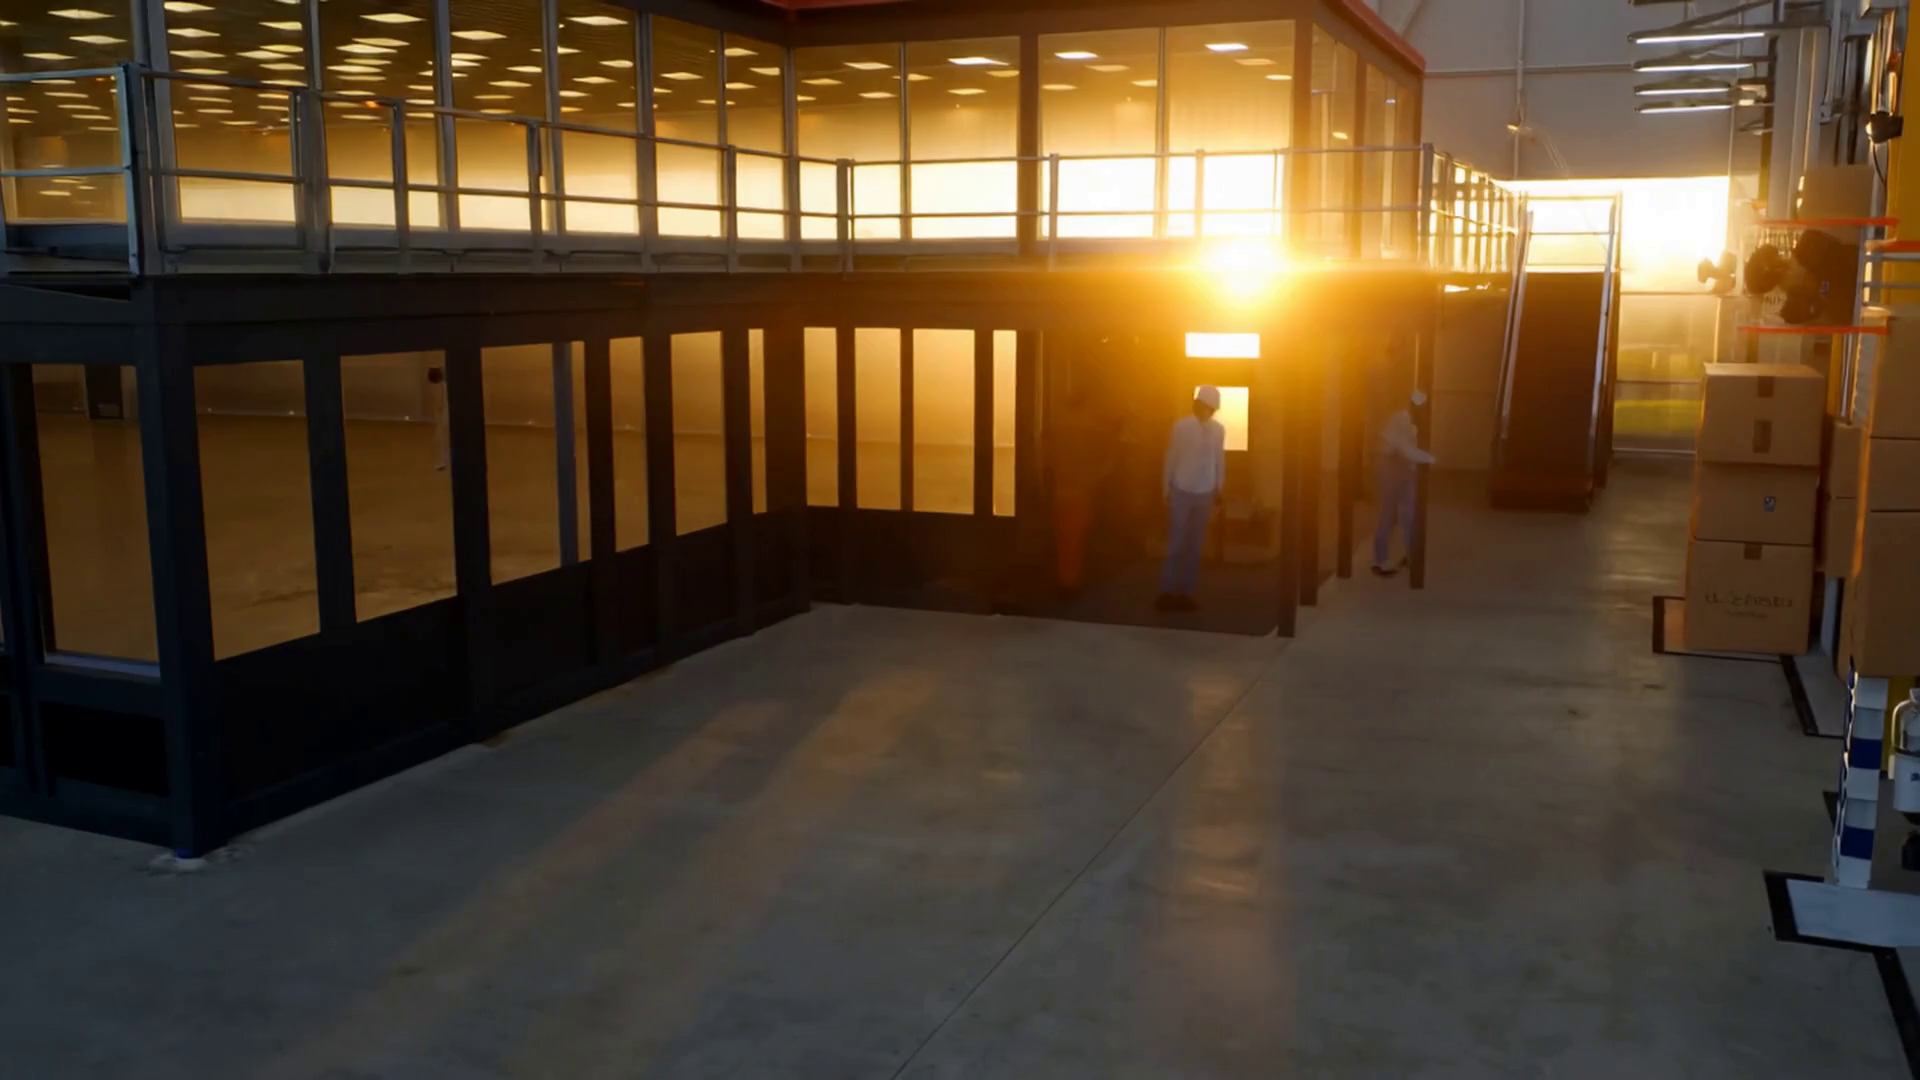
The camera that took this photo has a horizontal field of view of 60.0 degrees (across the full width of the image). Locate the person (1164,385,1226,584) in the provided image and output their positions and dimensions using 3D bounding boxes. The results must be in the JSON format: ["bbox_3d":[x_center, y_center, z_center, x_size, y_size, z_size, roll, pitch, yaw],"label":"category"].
[{"bbox_3d":[2.272,-0.538,16.221,0.654,1.958,0.597,-4,10,-23],"label":"person"}]
